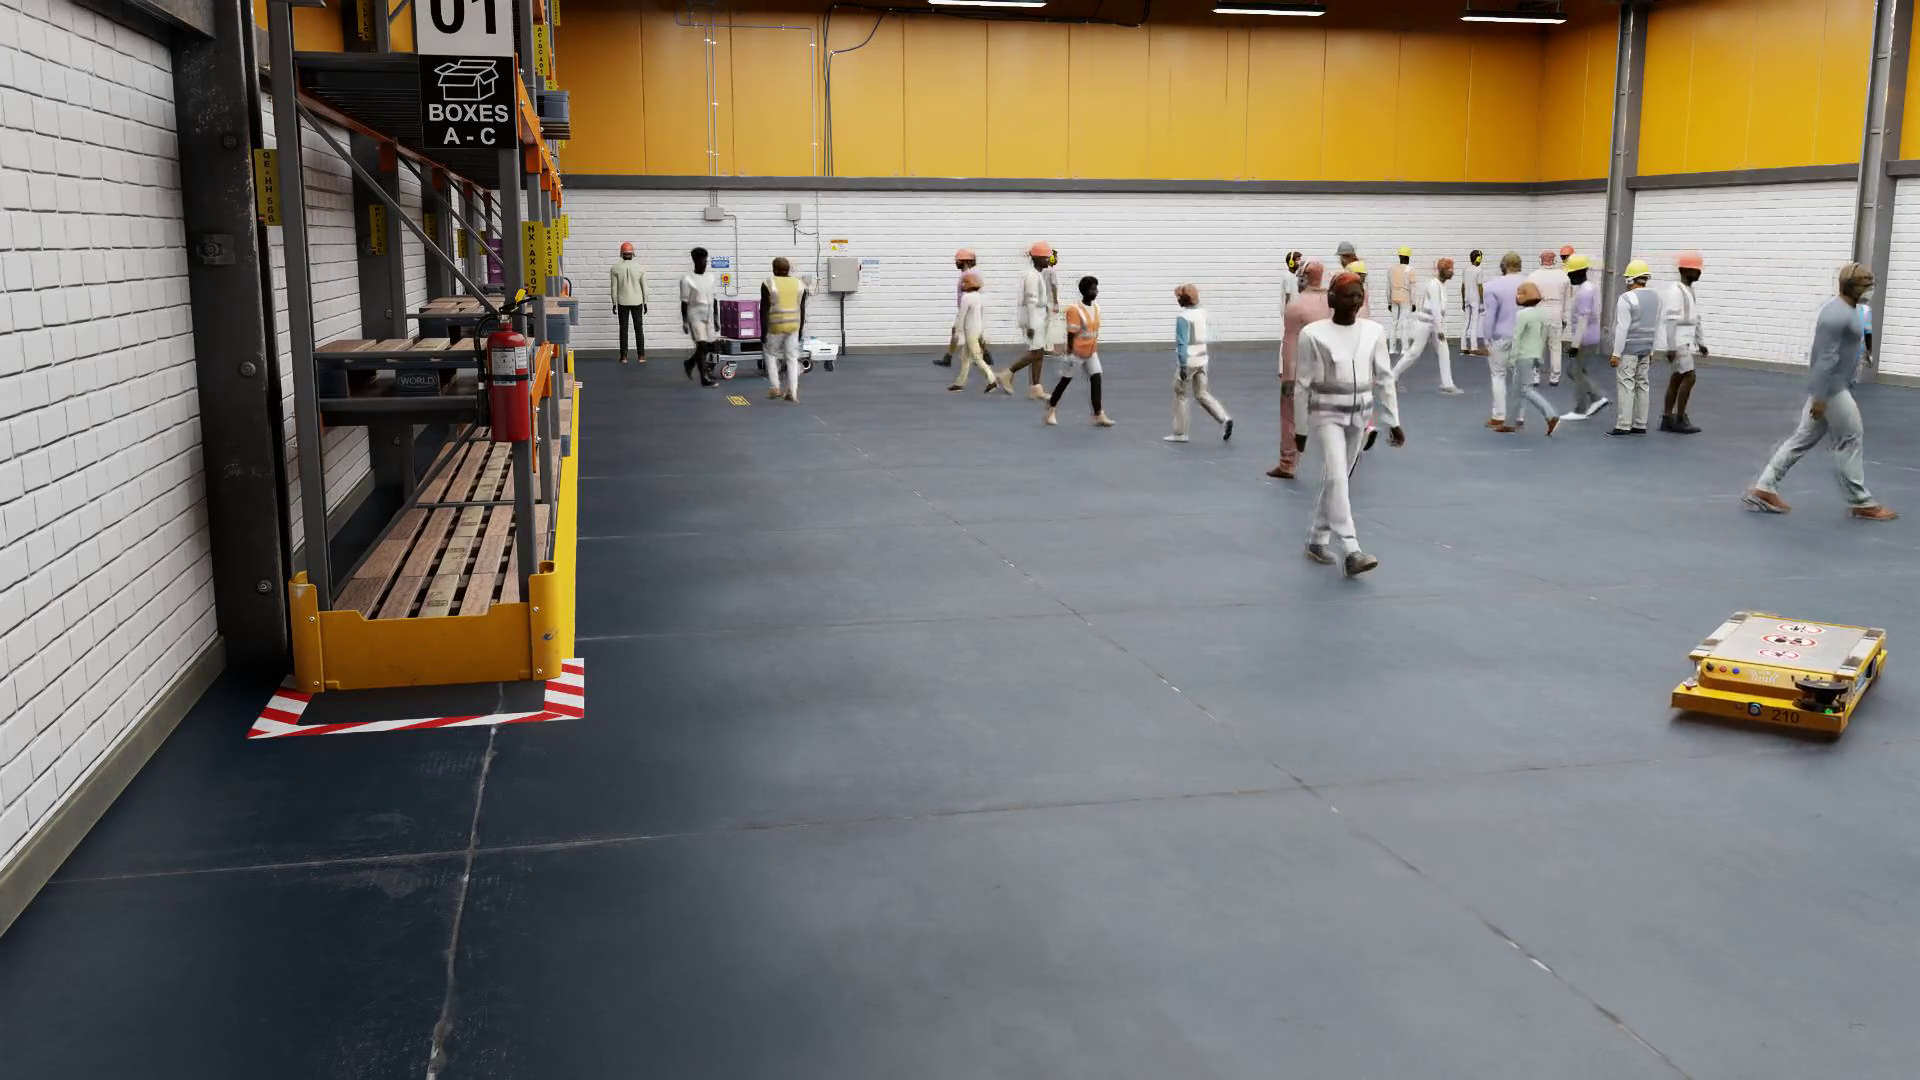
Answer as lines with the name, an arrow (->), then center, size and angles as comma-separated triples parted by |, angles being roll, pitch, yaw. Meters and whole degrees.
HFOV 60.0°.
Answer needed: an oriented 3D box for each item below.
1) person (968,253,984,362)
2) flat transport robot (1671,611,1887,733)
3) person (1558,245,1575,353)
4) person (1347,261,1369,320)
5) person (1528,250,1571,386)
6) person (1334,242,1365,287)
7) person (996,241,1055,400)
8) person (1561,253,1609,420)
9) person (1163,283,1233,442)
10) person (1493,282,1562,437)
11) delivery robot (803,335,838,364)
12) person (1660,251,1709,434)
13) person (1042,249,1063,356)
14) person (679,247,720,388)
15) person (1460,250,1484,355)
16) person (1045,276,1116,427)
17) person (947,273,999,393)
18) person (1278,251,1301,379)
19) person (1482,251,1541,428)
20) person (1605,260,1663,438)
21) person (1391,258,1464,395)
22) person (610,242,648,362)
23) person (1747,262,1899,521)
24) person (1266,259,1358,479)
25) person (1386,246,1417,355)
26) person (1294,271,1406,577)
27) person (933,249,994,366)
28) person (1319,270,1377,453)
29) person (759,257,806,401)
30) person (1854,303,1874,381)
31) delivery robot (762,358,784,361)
person -> 0.189, -3.912, 27.990 | 0.431, 1.831, 0.644 | -1, 10, -4
flat transport robot -> 3.725, 0.562, 7.497 | 0.652, 0.197, 1.431 | 7, 13, 35
person -> 10.960, -4.364, 30.160 | 0.347, 1.943, 0.545 | 2, 10, 11
person -> 5.150, -2.753, 21.738 | 0.335, 1.762, 0.526 | -6, 12, -30
person -> 8.170, -3.089, 23.212 | 0.636, 1.903, 0.405 | 0, 10, -2
person -> 5.774, -3.510, 25.153 | 0.917, 2.000, 0.697 | 1, 10, 7
person -> 0.868, -2.770, 21.098 | 0.670, 2.023, 0.619 | 2, 10, 9
person -> 7.009, -2.272, 18.728 | 0.540, 1.891, 0.632 | 3, 11, 15
person -> 2.383, -1.755, 16.619 | 0.700, 1.607, 0.550 | 9, 13, 40
person -> 5.959, -1.882, 17.345 | 0.746, 1.606, 0.514 | 10, 14, 43
delivery robot -> -2.258, -2.929, 25.795 | 0.707, 0.478, 0.477 | -5, 11, -24
person -> 7.700, -2.075, 17.540 | 0.551, 1.920, 0.571 | 8, 13, 36
person -> 1.593, -4.172, 29.298 | 0.316, 1.870, 0.531 | -5, 11, -25
person -> -3.646, -3.093, 23.110 | 0.714, 1.951, 0.624 | 8, 13, 38
person -> 9.128, -4.215, 29.557 | 0.329, 1.865, 0.507 | -5, 12, -27
person -> 1.279, -2.065, 18.233 | 0.813, 1.651, 0.552 | 9, 14, 40
person -> 0.191, -2.765, 22.259 | 0.819, 1.599, 0.507 | 5, 11, 25
person -> 4.855, -3.296, 24.442 | 0.331, 1.872, 0.513 | 3, 11, 14
person -> 5.970, -2.165, 18.055 | 0.645, 1.920, 0.418 | -1, 10, -5
person -> 6.935, -1.962, 17.155 | 0.603, 1.830, 0.404 | -6, 12, -28
person -> 6.184, -2.845, 22.160 | 1.057, 1.814, 0.556 | 8, 13, 36
person -> -5.513, -3.959, 27.761 | 0.612, 1.997, 0.376 | -3, 11, -15
person -> 6.362, -1.088, 12.203 | 1.008, 1.880, 0.656 | 6, 12, 29
person -> 2.978, -1.419, 14.017 | 0.645, 1.882, 0.813 | -6, 12, -32
person -> 7.854, -4.248, 29.557 | 0.373, 1.928, 0.584 | -9, 14, -41
person -> 2.393, -0.708, 10.168 | 0.601, 1.835, 0.959 | -3, 11, -19
person -> 0.103, -3.734, 26.829 | 0.996, 1.888, 0.565 | -2, 10, -11
person -> 3.653, -1.659, 15.677 | 0.551, 1.751, 0.469 | -9, 13, -40
person -> -2.282, -2.674, 21.128 | 0.663, 1.821, 0.585 | -6, 12, -31
person -> 9.357, -1.979, 17.757 | 0.541, 1.667, 0.772 | -1, 10, -8
delivery robot -> -2.939, -2.985, 26.103 | 0.477, 0.478, 0.707 | -1, 10, -7
